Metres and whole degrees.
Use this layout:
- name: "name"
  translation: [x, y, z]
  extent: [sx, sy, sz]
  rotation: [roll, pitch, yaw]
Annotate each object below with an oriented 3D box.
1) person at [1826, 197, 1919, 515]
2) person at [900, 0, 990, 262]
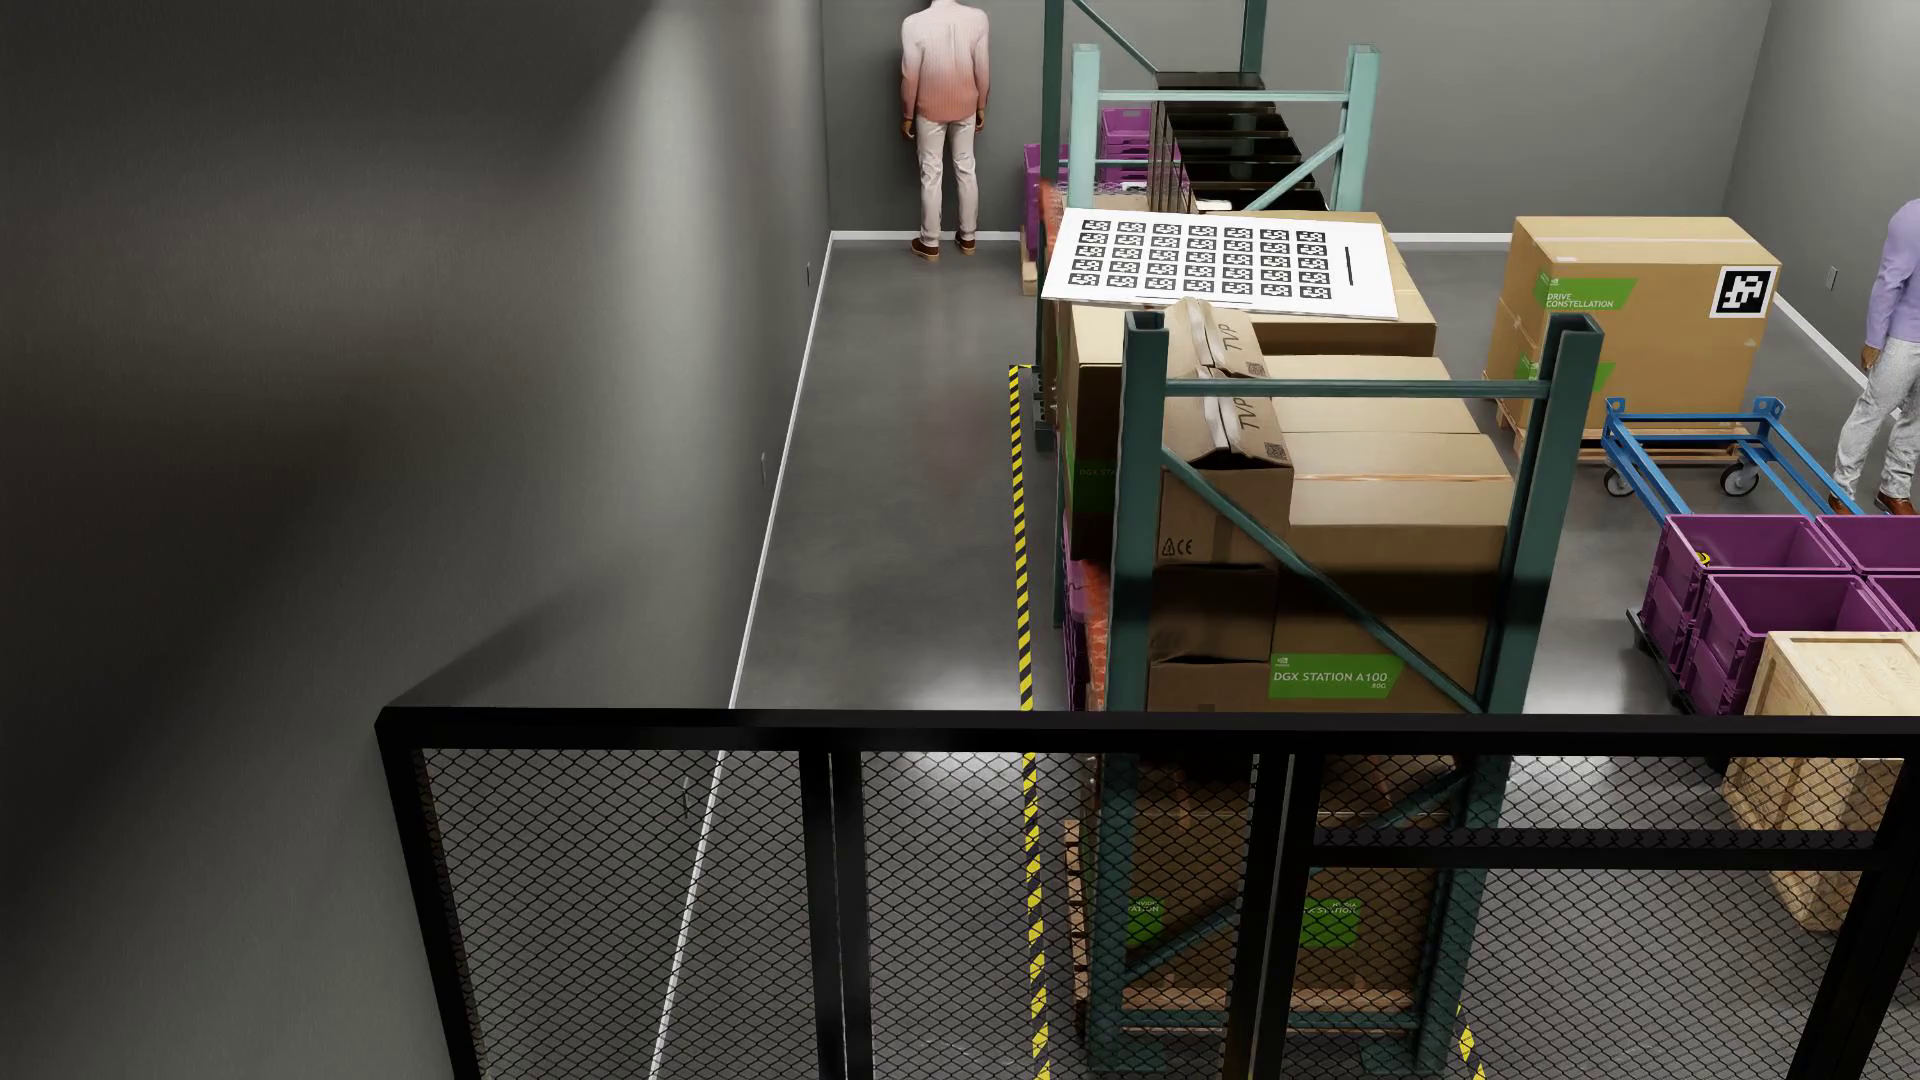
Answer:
- name: "person"
  translation: [4.534, -0.944, 7.784]
  extent: [0.628, 1.940, 0.373]
  rotation: [-1, 31, -1]
- name: "person"
  translation: [-0.103, -2.813, 10.835]
  extent: [0.615, 1.994, 0.381]
  rotation: [-12, 33, -20]
